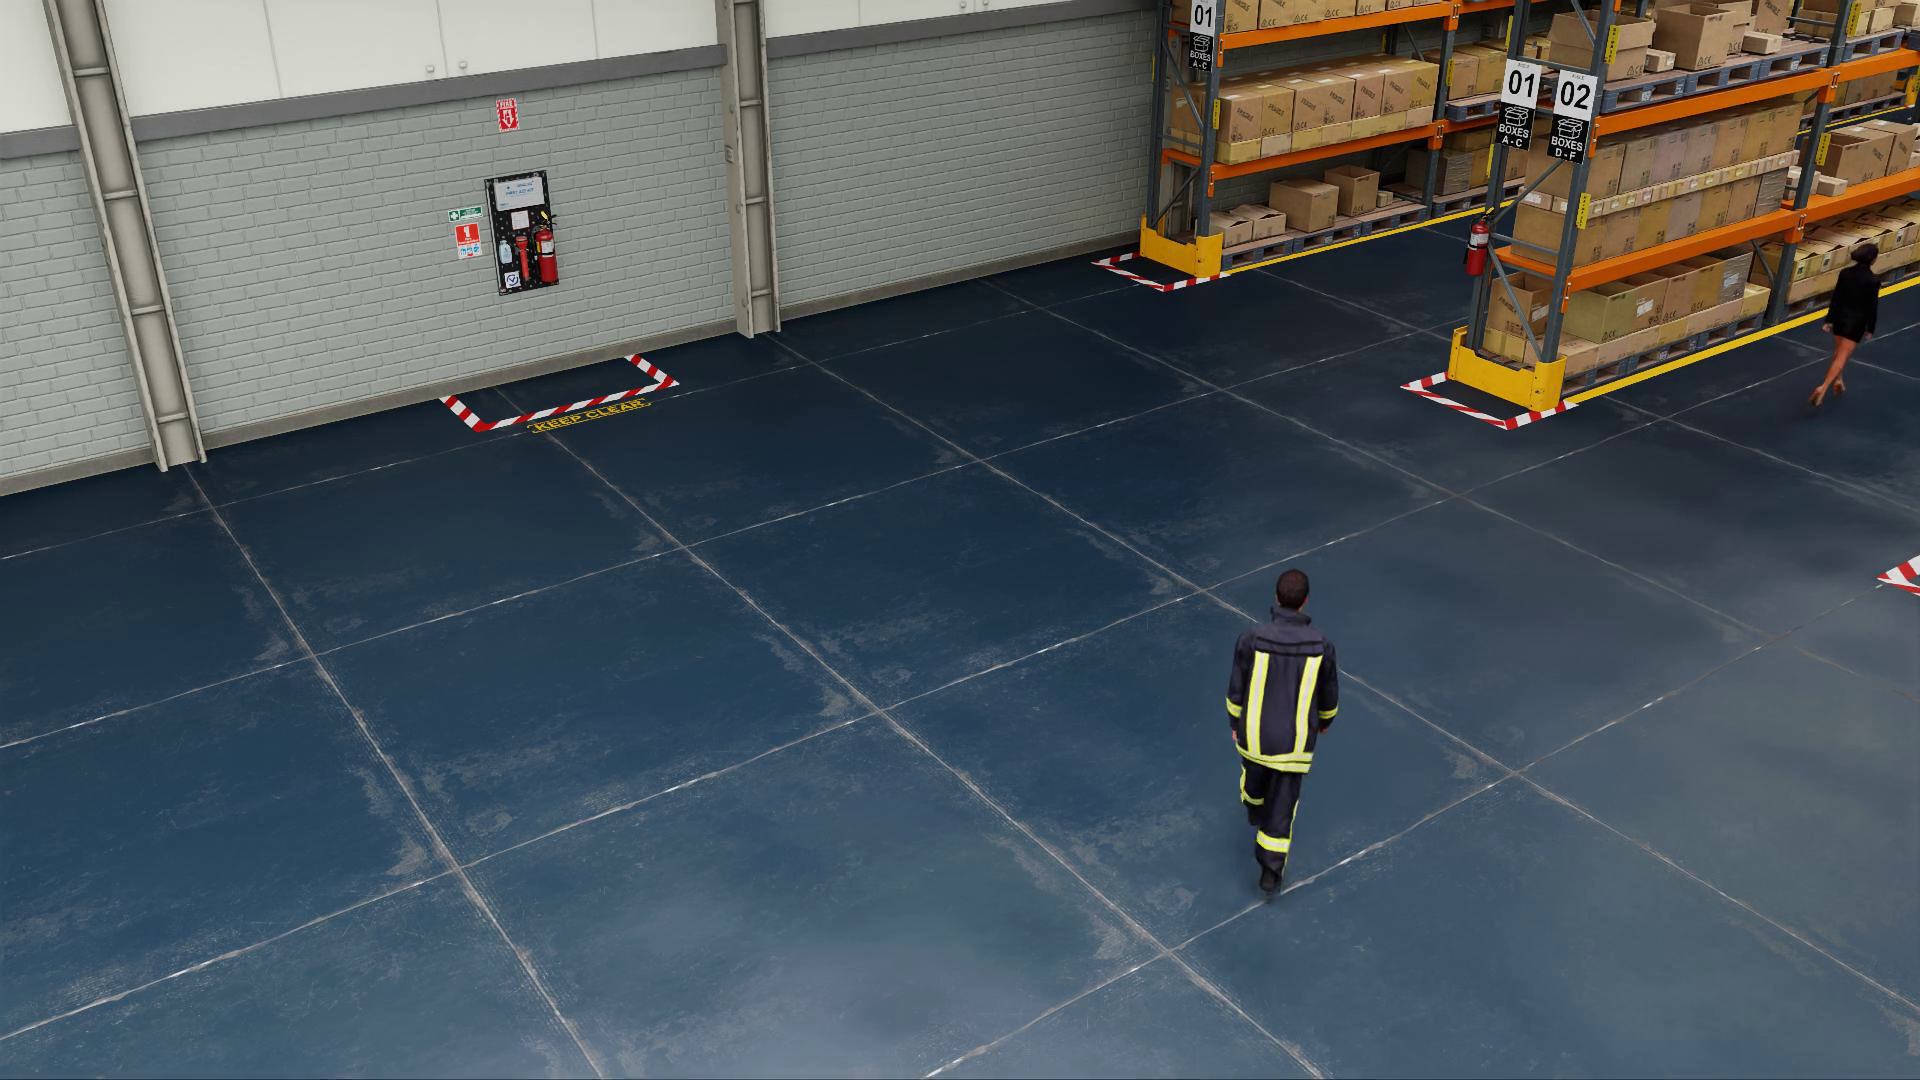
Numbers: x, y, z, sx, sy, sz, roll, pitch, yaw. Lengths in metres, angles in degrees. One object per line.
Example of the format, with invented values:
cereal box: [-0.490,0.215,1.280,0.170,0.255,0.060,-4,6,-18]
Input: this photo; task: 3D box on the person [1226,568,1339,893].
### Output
person: [1.828,1.127,9.562,1.267,1.872,1.347,6,28,12]

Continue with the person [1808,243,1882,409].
person: [8.493,-2.017,15.962,1.024,1.602,0.599,-18,32,-31]
